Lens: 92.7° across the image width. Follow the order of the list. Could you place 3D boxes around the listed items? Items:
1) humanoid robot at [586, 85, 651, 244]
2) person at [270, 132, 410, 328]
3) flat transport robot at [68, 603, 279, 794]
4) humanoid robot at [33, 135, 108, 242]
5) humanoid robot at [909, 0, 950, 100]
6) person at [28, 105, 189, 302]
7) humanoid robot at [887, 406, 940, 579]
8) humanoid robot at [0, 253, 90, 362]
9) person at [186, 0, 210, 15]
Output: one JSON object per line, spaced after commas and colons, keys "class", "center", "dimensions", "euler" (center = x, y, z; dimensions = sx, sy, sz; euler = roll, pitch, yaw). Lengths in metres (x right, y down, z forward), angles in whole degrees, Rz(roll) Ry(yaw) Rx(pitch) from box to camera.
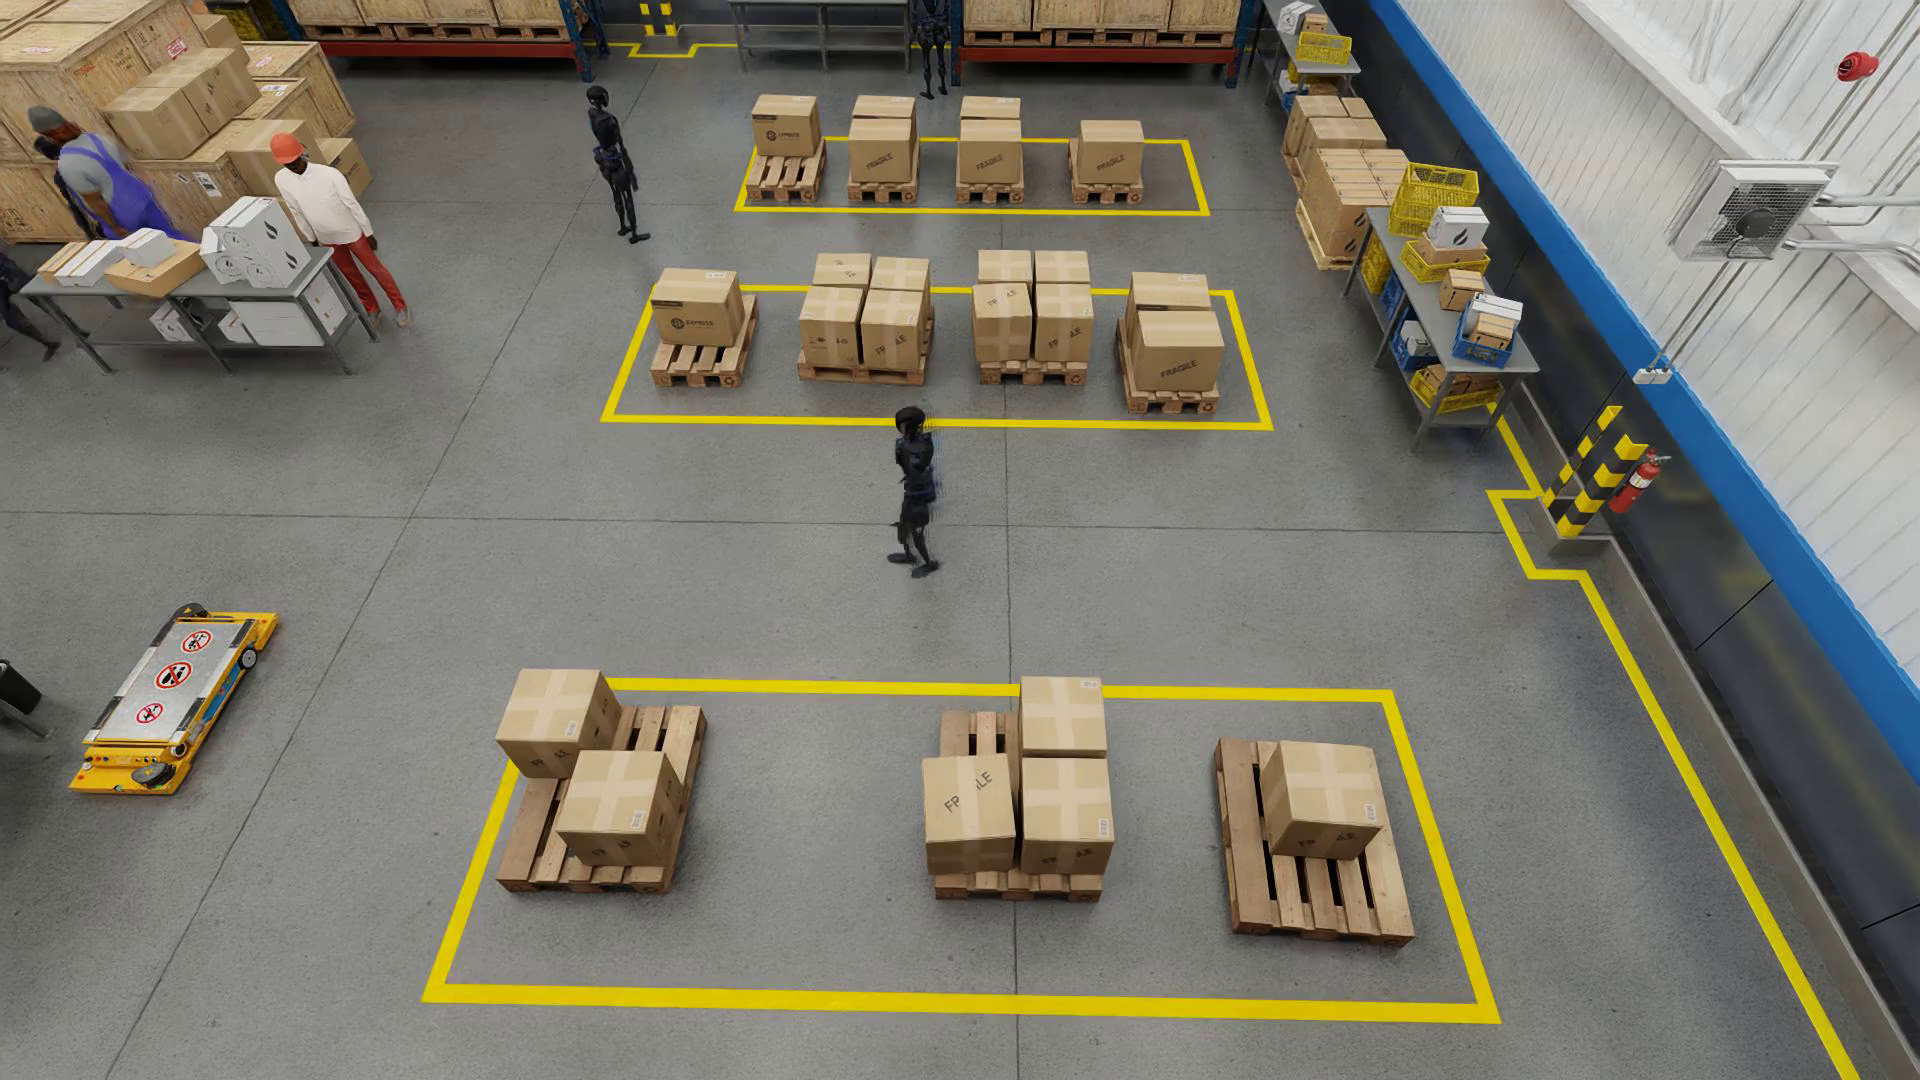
{"class": "humanoid robot", "center": [-3.683, -4.039, 9.856], "dimensions": [0.563, 1.652, 0.357], "euler": [36, 59, 26]}
{"class": "person", "center": [-5.891, -2.892, 8.692], "dimensions": [0.615, 1.985, 0.407], "euler": [-6, 50, -5]}
{"class": "flat transport robot", "center": [-5.504, 1.072, 6.442], "dimensions": [0.652, 0.197, 1.431], "euler": [1, 50, 1]}
{"class": "humanoid robot", "center": [-8.560, -3.256, 9.197], "dimensions": [0.382, 1.654, 0.629], "euler": [-4, 50, -3]}
{"class": "humanoid robot", "center": [-0.391, -6.765, 12.162], "dimensions": [0.599, 1.654, 0.325], "euler": [-24, 54, -19]}
{"class": "person", "center": [-8.259, -3.283, 8.985], "dimensions": [1.002, 2.000, 0.694], "euler": [2, 50, 2]}
{"class": "humanoid robot", "center": [-0.359, -0.330, 6.728], "dimensions": [0.421, 1.650, 0.653], "euler": [-5, 50, -4]}
{"class": "humanoid robot", "center": [-8.854, -2.413, 8.498], "dimensions": [0.728, 1.624, 0.564], "euler": [-8, 50, -7]}
{"class": "person", "center": [-10.222, -6.986, 12.206], "dimensions": [0.412, 1.911, 0.632], "euler": [-1, 50, 0]}
